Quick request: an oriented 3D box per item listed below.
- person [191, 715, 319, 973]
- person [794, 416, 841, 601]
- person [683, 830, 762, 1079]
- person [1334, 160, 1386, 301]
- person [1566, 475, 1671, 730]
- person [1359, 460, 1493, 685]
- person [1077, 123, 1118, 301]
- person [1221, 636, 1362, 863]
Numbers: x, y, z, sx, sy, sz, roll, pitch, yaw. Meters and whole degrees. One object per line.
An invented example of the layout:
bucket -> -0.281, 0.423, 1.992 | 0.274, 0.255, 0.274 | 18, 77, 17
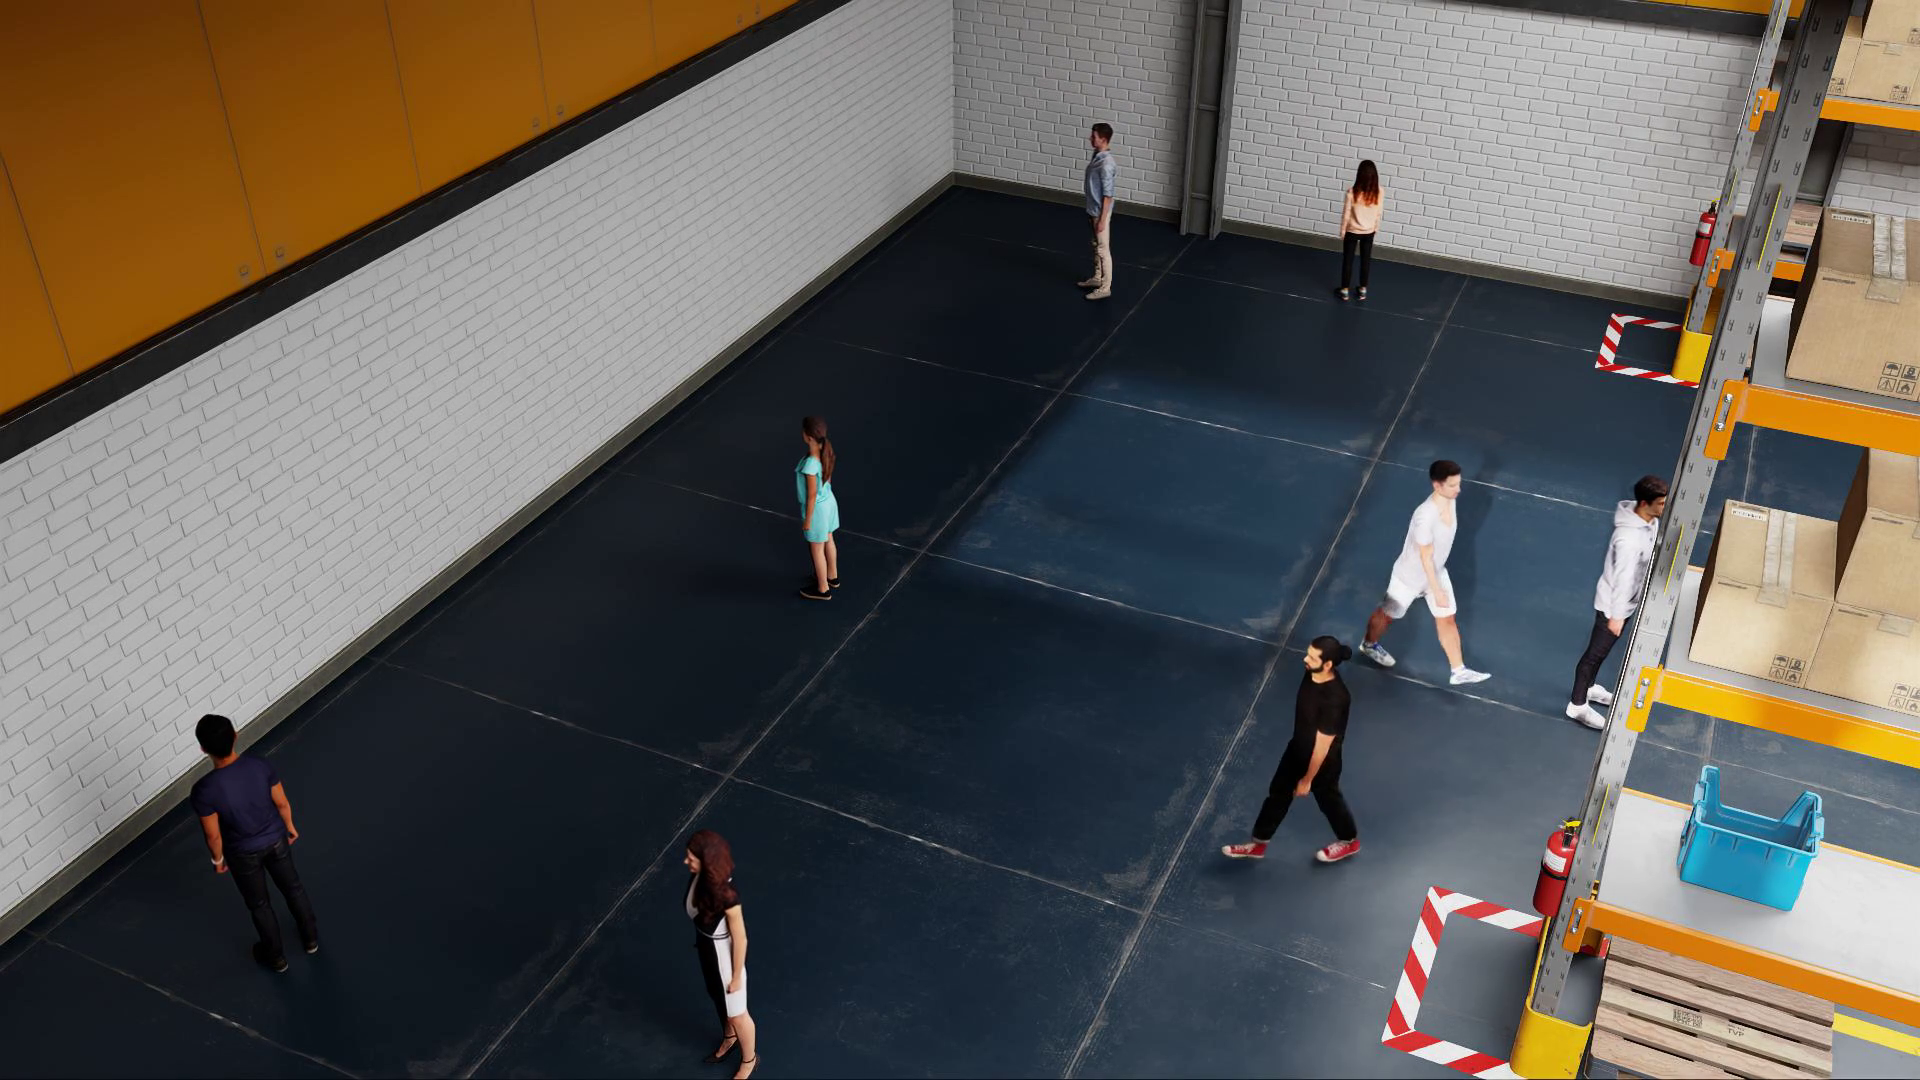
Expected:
person -> -4.004, 1.727, 9.451 | 0.708, 1.785, 0.662 | -28, 43, -35
person -> -1.082, -0.255, 12.638 | 0.538, 1.558, 0.553 | 12, 36, 18
person -> -1.252, 2.198, 8.733 | 0.719, 1.795, 0.607 | -20, 38, -27
person -> 4.123, -3.193, 17.127 | 0.589, 1.482, 0.695 | -3, 34, -5
person -> 4.486, 0.387, 11.337 | 0.606, 1.929, 0.709 | 20, 38, 27
person -> 3.151, 0.205, 11.727 | 1.297, 1.799, 0.956 | 27, 42, 34
person -> 1.437, -3.388, 17.091 | 0.737, 1.847, 0.728 | -5, 34, -8
person -> 2.241, 1.324, 10.117 | 1.210, 1.718, 1.069 | -6, 34, -9
